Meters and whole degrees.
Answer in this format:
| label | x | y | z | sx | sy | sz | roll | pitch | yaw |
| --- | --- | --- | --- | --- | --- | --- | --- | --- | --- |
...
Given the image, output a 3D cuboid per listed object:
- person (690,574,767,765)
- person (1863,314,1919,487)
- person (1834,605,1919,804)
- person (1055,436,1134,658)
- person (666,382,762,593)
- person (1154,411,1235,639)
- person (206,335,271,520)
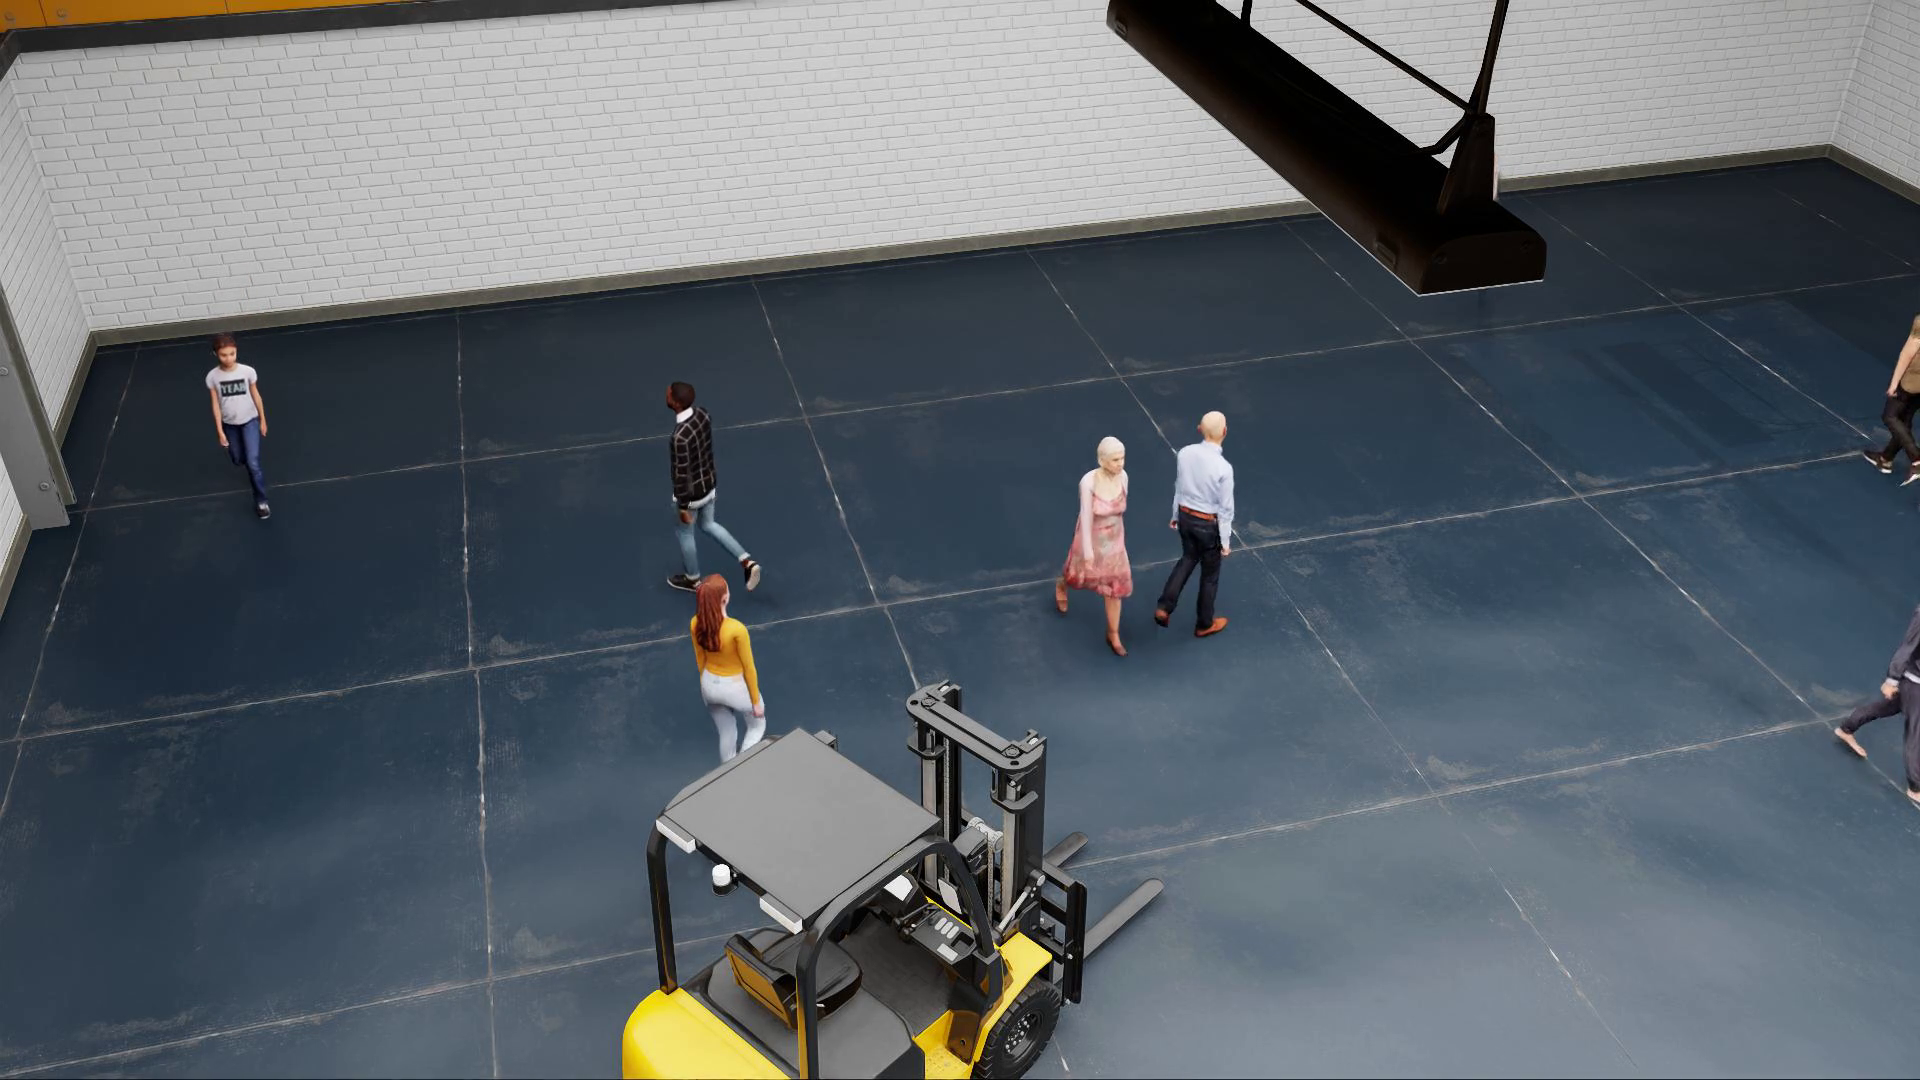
| label | x | y | z | sx | sy | sz | roll | pitch | yaw |
| --- | --- | --- | --- | --- | --- | --- | --- | --- | --- |
| person | -1.461 | 0.991 | 10.266 | 0.739 | 1.741 | 0.776 | 12 | 35 | 17 |
| person | 7.886 | -1.270 | 13.583 | 0.658 | 1.834 | 0.967 | -8 | 34 | -11 |
| person | 6.044 | 0.809 | 10.592 | 0.848 | 1.683 | 1.152 | -19 | 38 | -26 |
| person | 0.928 | -0.025 | 11.876 | 0.696 | 1.651 | 1.128 | -14 | 36 | -20 |
| person | -1.863 | -0.347 | 12.221 | 1.097 | 1.804 | 1.076 | 13 | 36 | 19 |
| person | 1.650 | -0.061 | 11.823 | 0.987 | 1.769 | 0.955 | -26 | 42 | -33 |
| person | -5.807 | -0.975 | 13.403 | 0.589 | 1.543 | 0.964 | -11 | 35 | -16 |
